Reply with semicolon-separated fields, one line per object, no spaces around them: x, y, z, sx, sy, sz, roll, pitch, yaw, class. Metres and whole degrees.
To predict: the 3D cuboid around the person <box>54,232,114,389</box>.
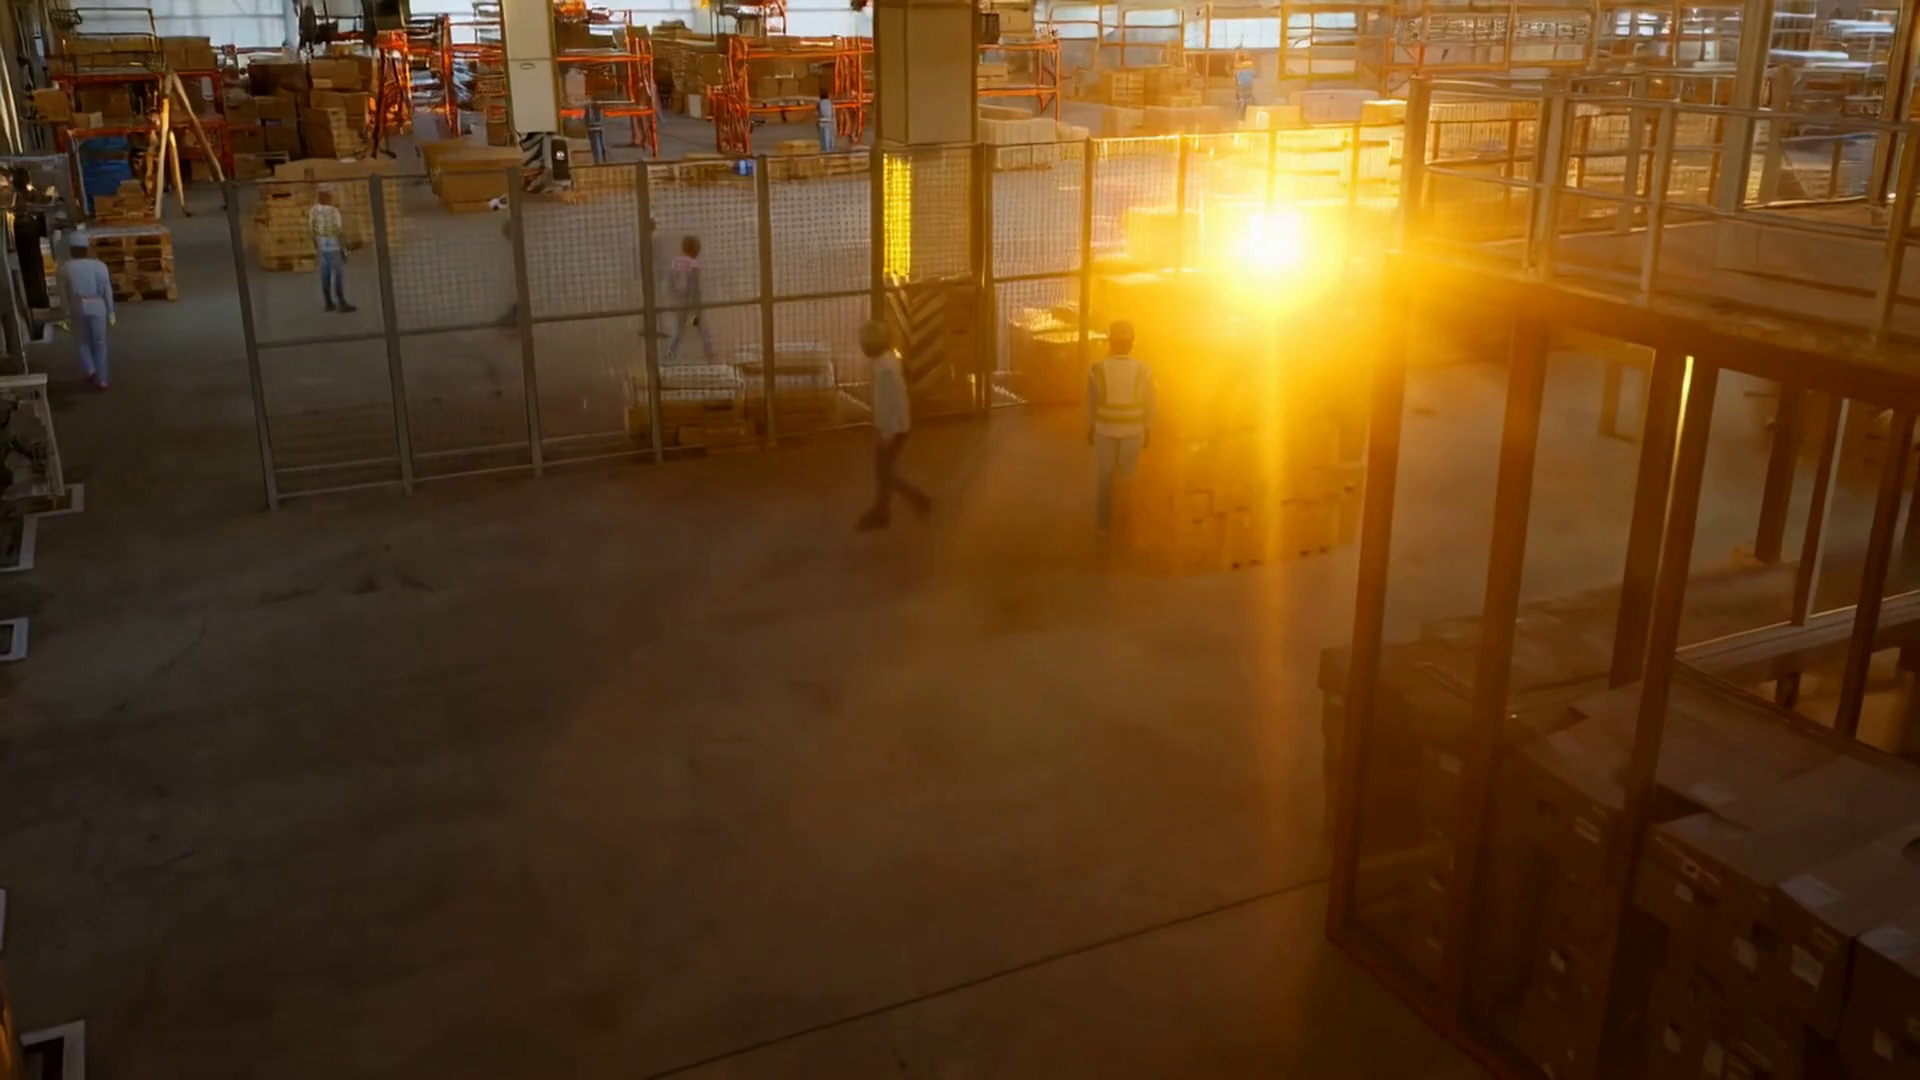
-10.575;-2.772;20.162;0.593;1.911;0.411;-11;22;-29;person

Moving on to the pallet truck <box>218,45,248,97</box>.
-28.879;-18.665;66.111;0.823;1.965;1.885;-3;19;-9;pallet truck

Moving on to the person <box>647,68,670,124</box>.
-9.956;-14.500;54.337;0.982;1.791;0.519;12;23;32;person

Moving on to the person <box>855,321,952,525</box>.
-0.526;-1.026;15.075;0.822;1.949;0.621;2;19;5;person

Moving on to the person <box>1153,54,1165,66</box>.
7.768;-18.104;64.952;0.543;1.677;0.640;-6;20;-16;person

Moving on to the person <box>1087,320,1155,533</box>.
1.446;-1.012;15.007;0.605;1.950;0.380;1;19;4;person

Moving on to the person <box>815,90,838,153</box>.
-3.534;-10.940;43.953;0.626;1.844;0.429;-7;20;-19;person

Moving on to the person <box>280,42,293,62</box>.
-28.657;-20.170;70.618;0.584;1.894;0.868;13;23;33;person

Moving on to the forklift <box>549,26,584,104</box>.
-15.198;-17.705;61.995;1.873;2.768;1.129;-9;21;-25;forklift

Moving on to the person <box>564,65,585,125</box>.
-12.573;-14.553;54.375;0.650;1.887;1.041;-2;19;-6;person

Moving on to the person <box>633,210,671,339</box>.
-4.271;-3.661;22.964;0.525;1.771;0.305;14;24;35;person

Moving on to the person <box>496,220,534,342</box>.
-6.104;-3.533;22.716;0.404;1.680;0.544;-11;22;-30;person

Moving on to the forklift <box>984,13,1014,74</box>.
1.514;-23.470;78.706;1.873;2.768;1.129;12;22;31;forklift

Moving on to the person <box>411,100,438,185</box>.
-12.722;-9.389;39.297;0.642;1.938;1.018;9;21;23;person

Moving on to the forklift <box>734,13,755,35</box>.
-10.219;-23.674;79.298;1.129;2.768;1.873;-9;21;-25;forklift

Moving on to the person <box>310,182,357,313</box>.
-9.319;-4.345;24.694;0.552;1.932;0.377;9;21;24;person

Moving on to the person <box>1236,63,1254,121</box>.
9.620;-15.052;55.821;0.560;1.891;1.007;11;22;29;person

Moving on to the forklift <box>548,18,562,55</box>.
-17.492;-21.050;71.690;1.873;2.768;1.129;-12;22;-31;forklift

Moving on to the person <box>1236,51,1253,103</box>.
10.791;-17.608;63.180;0.602;1.914;0.955;-12;22;-31;person

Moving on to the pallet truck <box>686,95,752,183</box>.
-5.836;-9.608;39.856;0.823;1.965;1.885;10;22;27;pallet truck

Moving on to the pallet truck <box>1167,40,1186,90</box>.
9.045;-19.971;69.895;0.823;1.965;1.885;-3;19;-8;pallet truck

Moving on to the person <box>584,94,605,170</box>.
-9.253;-10.336;42.157;0.351;1.878;0.568;17;25;40;person

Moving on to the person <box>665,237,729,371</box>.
-3.348;-2.877;20.665;0.616;1.799;0.981;15;24;37;person

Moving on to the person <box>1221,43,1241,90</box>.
11.400;-19.653;69.116;0.895;1.914;0.624;-5;20;-15;person
